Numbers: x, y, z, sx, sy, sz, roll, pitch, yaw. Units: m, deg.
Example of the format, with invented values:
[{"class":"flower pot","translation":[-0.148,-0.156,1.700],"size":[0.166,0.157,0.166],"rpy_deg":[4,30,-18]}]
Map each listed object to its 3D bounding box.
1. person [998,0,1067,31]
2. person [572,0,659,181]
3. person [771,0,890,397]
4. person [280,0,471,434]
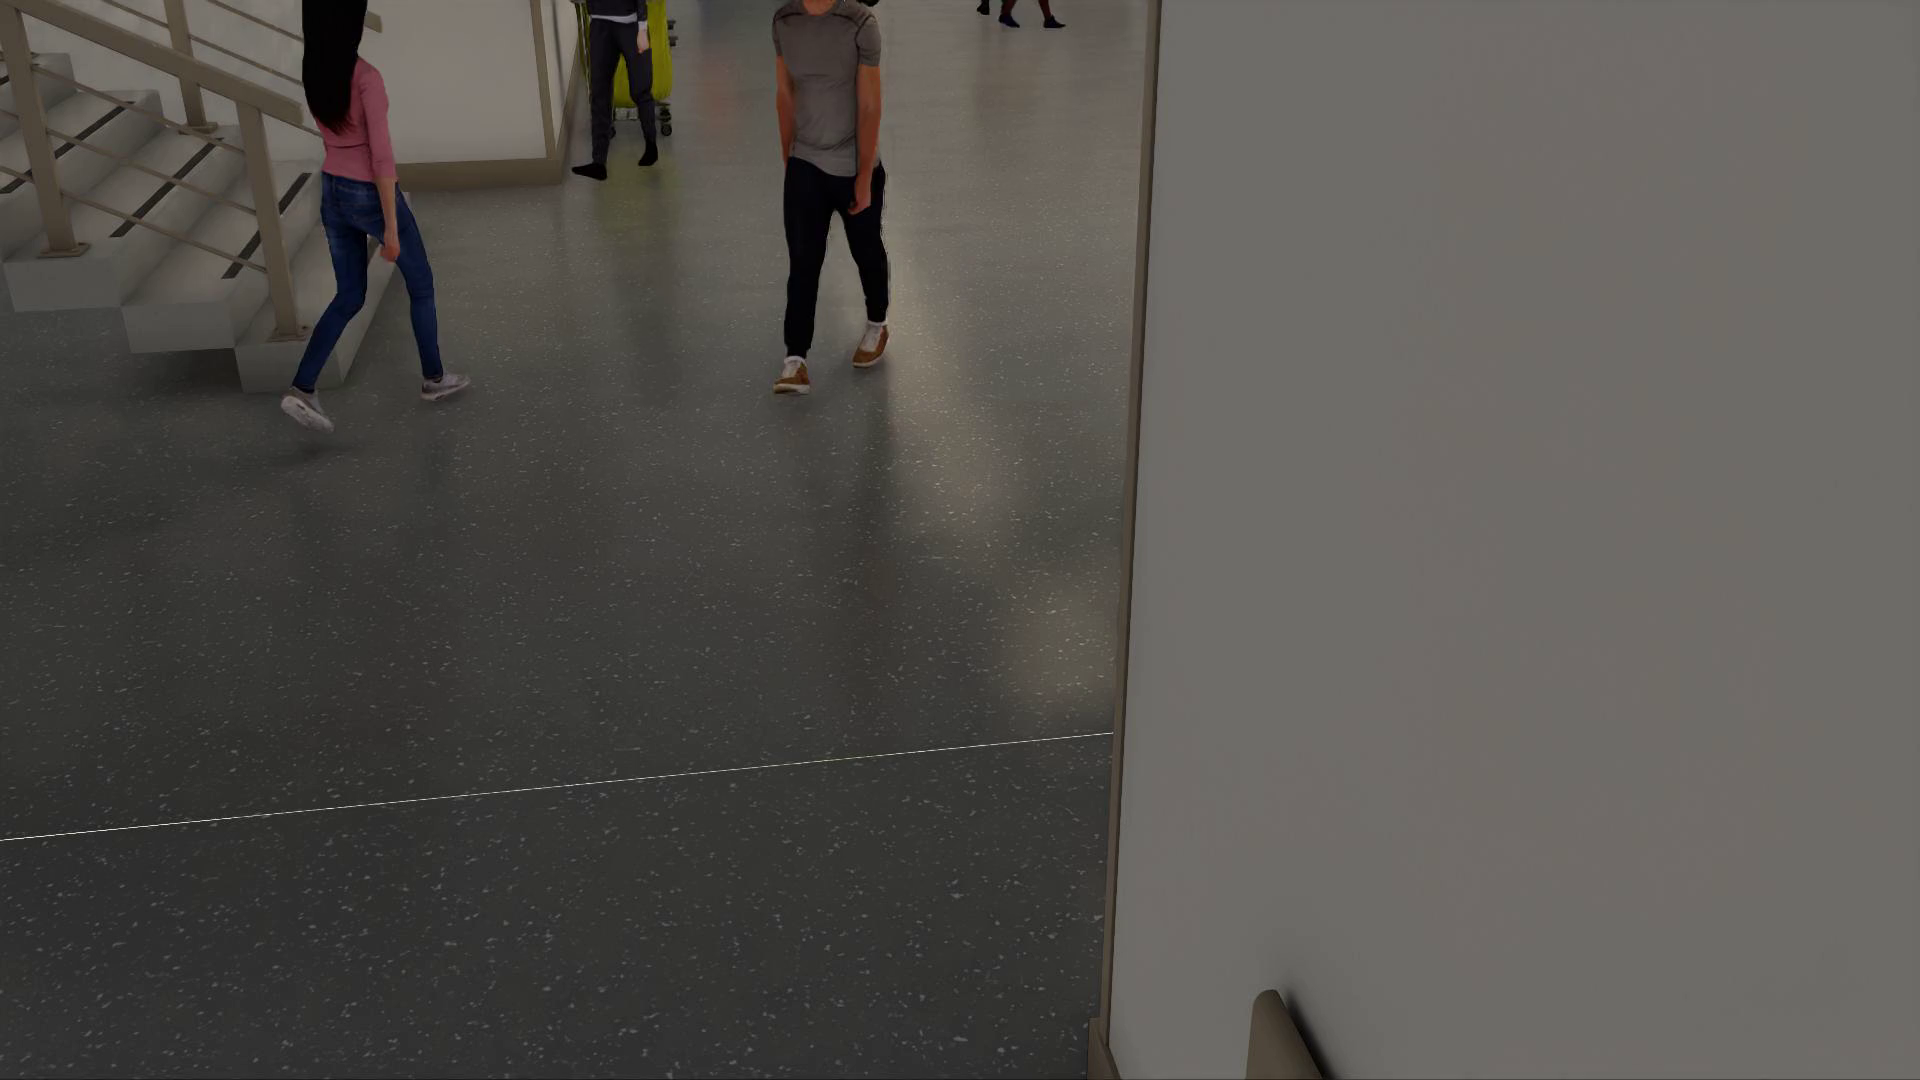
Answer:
[{"class":"person","translation":[0.589,-5.312,15.276],"size":[0.955,1.243,0.795],"rpy_deg":[9,27,18]},{"class":"person","translation":[-2.005,-3.053,10.048],"size":[1.152,1.716,1.039],"rpy_deg":[8,27,15]},{"class":"person","translation":[-0.480,-1.524,6.729],"size":[1.205,1.844,1.068],"rpy_deg":[10,27,20]},{"class":"person","translation":[-2.323,-1.224,6.266],"size":[1.112,1.706,1.101],"rpy_deg":[14,29,26]}]
